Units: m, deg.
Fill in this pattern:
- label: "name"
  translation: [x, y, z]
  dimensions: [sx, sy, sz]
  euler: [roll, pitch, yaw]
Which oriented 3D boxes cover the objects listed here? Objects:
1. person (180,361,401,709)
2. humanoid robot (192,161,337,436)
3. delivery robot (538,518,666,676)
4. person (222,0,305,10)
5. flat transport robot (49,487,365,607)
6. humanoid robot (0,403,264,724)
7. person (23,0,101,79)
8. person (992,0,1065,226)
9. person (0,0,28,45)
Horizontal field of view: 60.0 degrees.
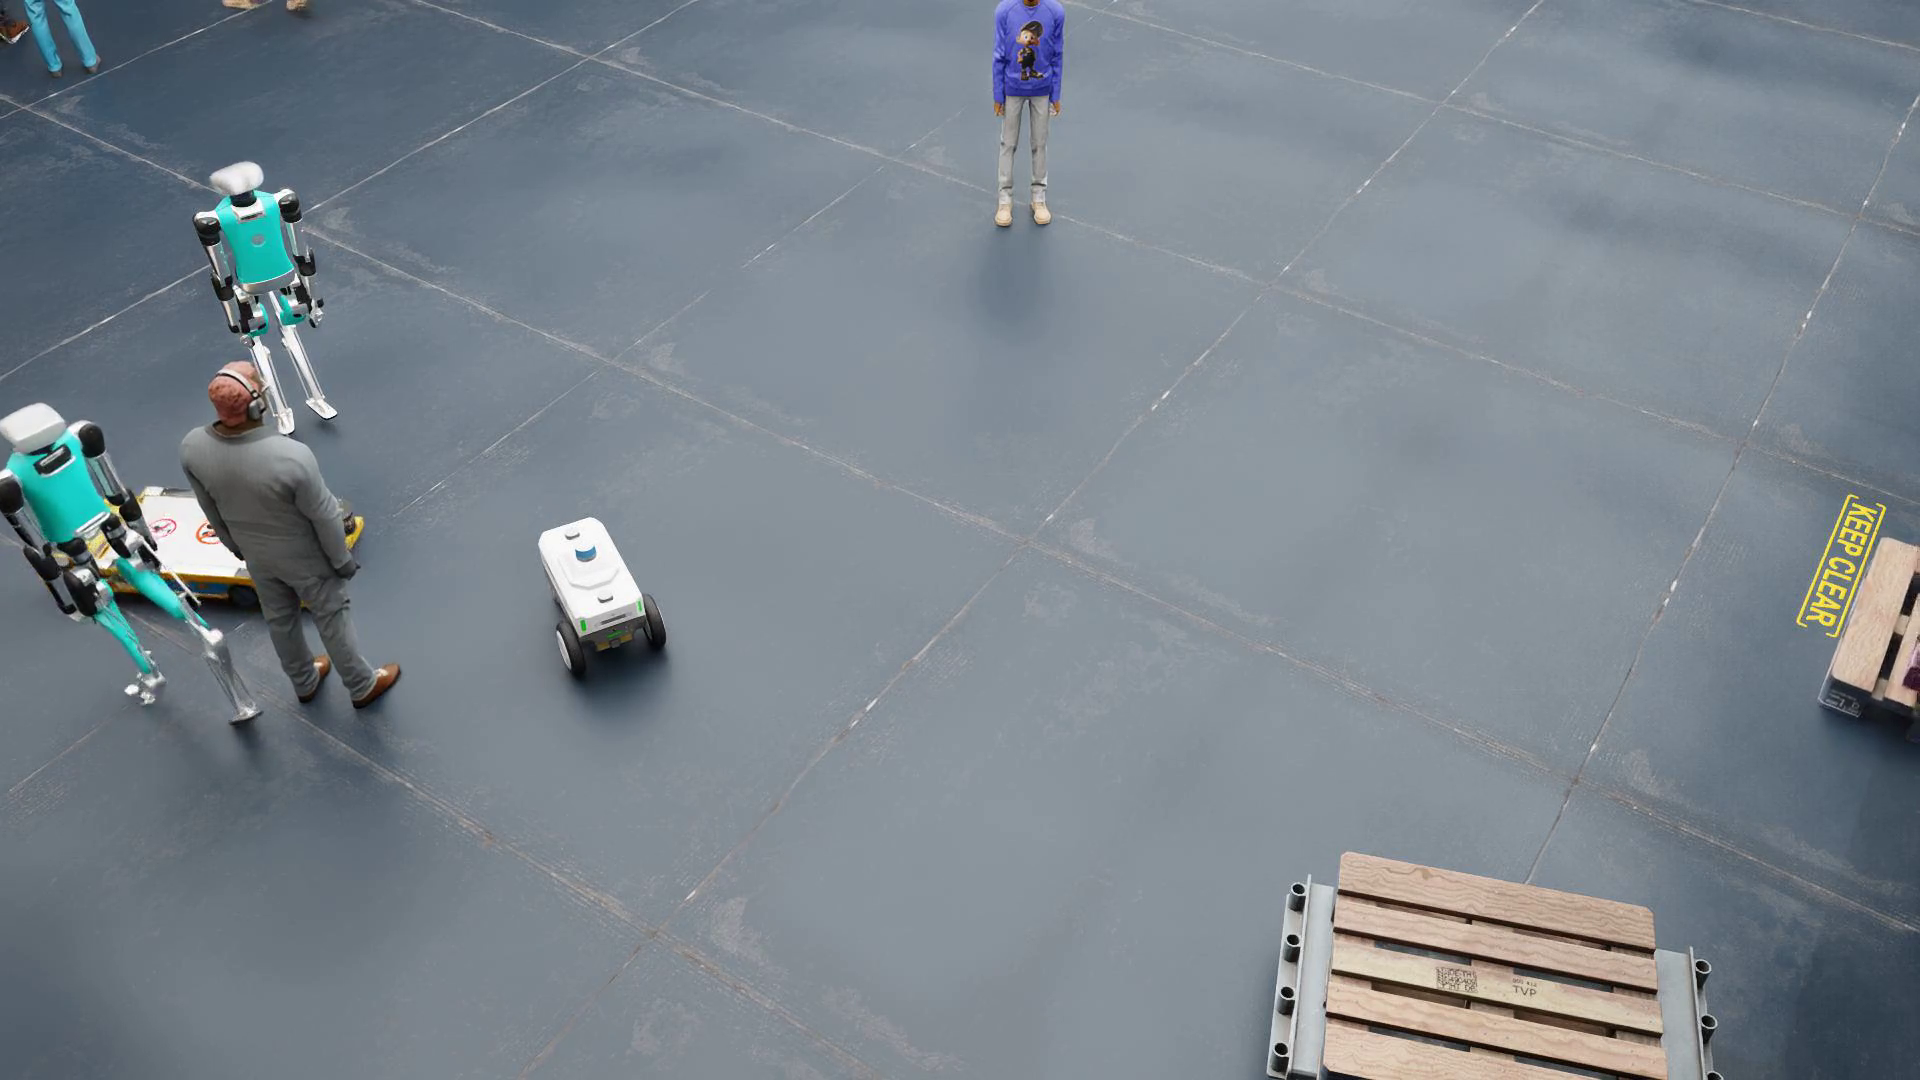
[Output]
- label: "person"
  translation: [-3.041, 0.005, 7.547]
  dimensions: [0.641, 1.908, 0.402]
  euler: [9, 43, 10]
- label: "humanoid robot"
  translation: [-3.822, -1.386, 9.125]
  dimensions: [0.533, 1.681, 0.735]
  euler: [-24, 47, -25]
- label: "delivery robot"
  translation: [-1.828, 0.239, 8.287]
  dimensions: [0.499, 0.581, 0.774]
  euler: [-19, 45, -20]
- label: "person"
  translation: [-5.792, -5.087, 13.384]
  dimensions: [0.833, 1.709, 0.487]
  euler: [13, 43, 14]
- label: "flat transport robot"
  translation: [-3.953, 0.034, 8.741]
  dimensions: [1.431, 0.231, 0.659]
  euler: [4, 42, 4]
- label: "humanoid robot"
  translation: [-3.628, 0.244, 7.433]
  dimensions: [0.905, 1.772, 0.542]
  euler: [21, 46, 22]
- label: "person"
  translation: [-6.978, -4.371, 12.499]
  dimensions: [0.557, 1.837, 0.390]
  euler: [-11, 43, -12]
- label: "person"
  translation: [0.438, -2.935, 10.863]
  dimensions: [0.464, 1.873, 0.341]
  euler: [-3, 42, -3]
- label: "person"
  translation: [-7.718, -4.715, 12.863]
  dimensions: [0.527, 1.854, 0.549]
  euler: [-2, 42, -2]
